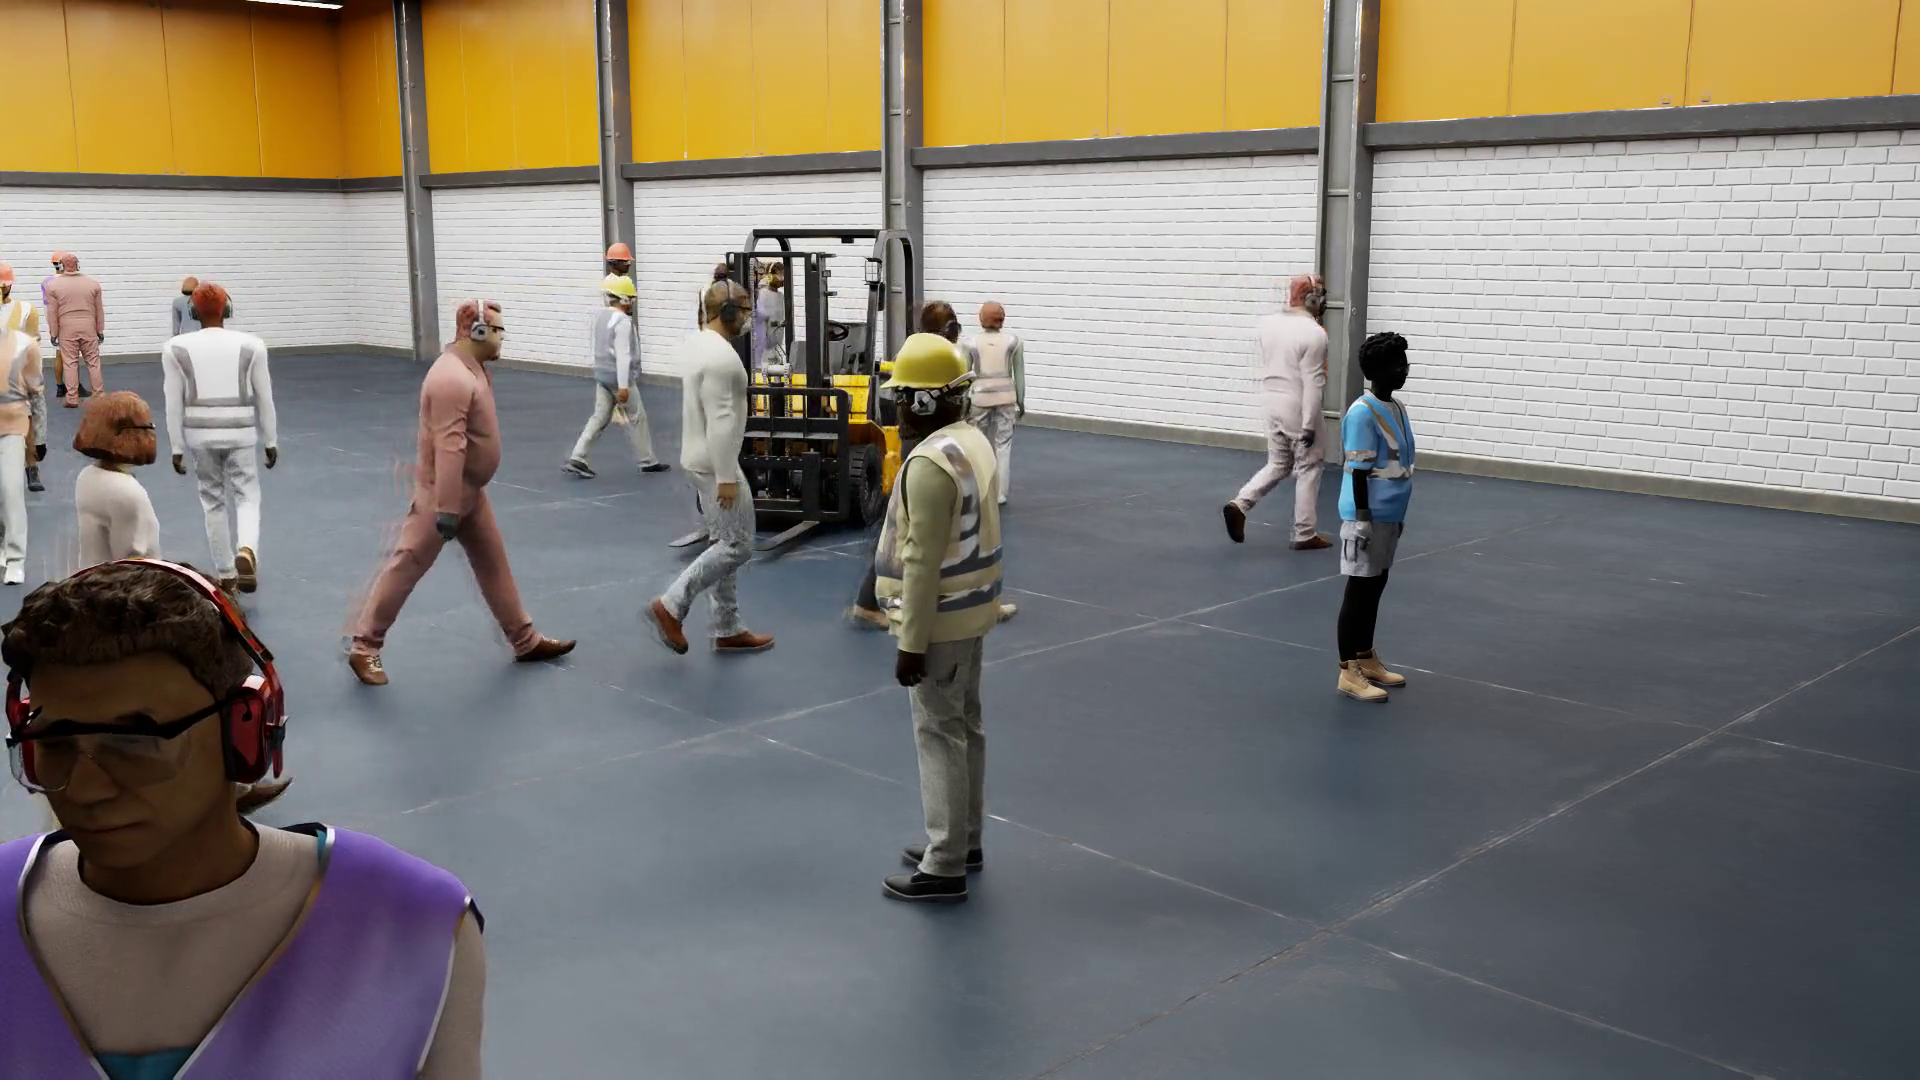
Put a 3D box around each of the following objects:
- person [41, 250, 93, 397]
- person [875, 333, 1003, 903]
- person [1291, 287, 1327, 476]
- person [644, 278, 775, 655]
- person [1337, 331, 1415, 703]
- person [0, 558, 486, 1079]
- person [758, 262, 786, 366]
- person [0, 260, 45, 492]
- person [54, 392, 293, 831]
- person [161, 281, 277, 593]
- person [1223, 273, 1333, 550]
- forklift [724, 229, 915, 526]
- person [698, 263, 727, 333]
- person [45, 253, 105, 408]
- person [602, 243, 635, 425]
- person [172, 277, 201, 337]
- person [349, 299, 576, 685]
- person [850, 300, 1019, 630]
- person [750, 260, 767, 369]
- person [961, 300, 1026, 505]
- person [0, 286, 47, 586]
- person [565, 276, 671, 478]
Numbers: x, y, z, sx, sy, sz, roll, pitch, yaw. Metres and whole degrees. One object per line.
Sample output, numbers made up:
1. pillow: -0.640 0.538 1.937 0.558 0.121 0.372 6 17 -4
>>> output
1. person: -11.779 -2.845 21.945 0.552 1.932 0.377 3 11 15
2. person: -0.071 0.250 5.382 0.403 1.824 0.593 3 11 14
3. person: 3.099 -1.413 14.810 0.320 1.694 0.532 4 11 19
4. person: -1.264 -0.347 8.368 0.556 1.918 0.654 -3 11 -14
5. person: 1.926 -0.113 7.697 0.316 1.696 0.540 6 12 31
6. person: -0.744 0.917 1.675 0.564 1.846 0.390 -2 11 -9
7. person: -2.005 -2.082 18.041 0.530 1.849 0.508 6 12 29
8. person: -7.897 -1.346 13.789 0.542 1.930 0.366 -6 12 -30
9. person: -2.853 0.273 5.859 0.520 1.590 0.831 9 14 40
10. person: -4.323 -0.575 9.746 0.592 1.869 0.640 -4 11 -23
11. person: 2.191 -0.848 11.200 0.697 1.883 0.648 -5 12 -27
12. forklift: -1.050 -1.319 12.920 1.214 2.155 2.313 2 11 13
13. person: -2.858 -2.434 20.069 0.651 1.802 0.501 2 11 10
14. person: -10.961 -2.589 20.633 0.643 1.908 0.411 -9 14 -40
15. person: -3.848 -2.333 18.860 0.391 2.040 0.615 -1 10 -6
16. person: -10.096 -2.662 21.919 0.514 1.589 0.867 0 10 1
17. person: -2.480 -0.236 8.042 1.066 1.835 0.696 -1 10 -7
18. person: -0.172 -0.398 9.027 0.952 1.786 0.545 -1 10 -8
19. person: -1.886 -1.552 14.889 0.352 1.936 0.635 -2 11 -10
20. person: 0.265 -1.084 13.209 0.522 1.627 0.374 0 10 2
21. person: -6.044 -0.708 10.432 0.590 1.892 0.925 -4 11 -19
22. person: -3.079 -1.427 14.660 0.933 1.785 0.600 -8 13 -36
